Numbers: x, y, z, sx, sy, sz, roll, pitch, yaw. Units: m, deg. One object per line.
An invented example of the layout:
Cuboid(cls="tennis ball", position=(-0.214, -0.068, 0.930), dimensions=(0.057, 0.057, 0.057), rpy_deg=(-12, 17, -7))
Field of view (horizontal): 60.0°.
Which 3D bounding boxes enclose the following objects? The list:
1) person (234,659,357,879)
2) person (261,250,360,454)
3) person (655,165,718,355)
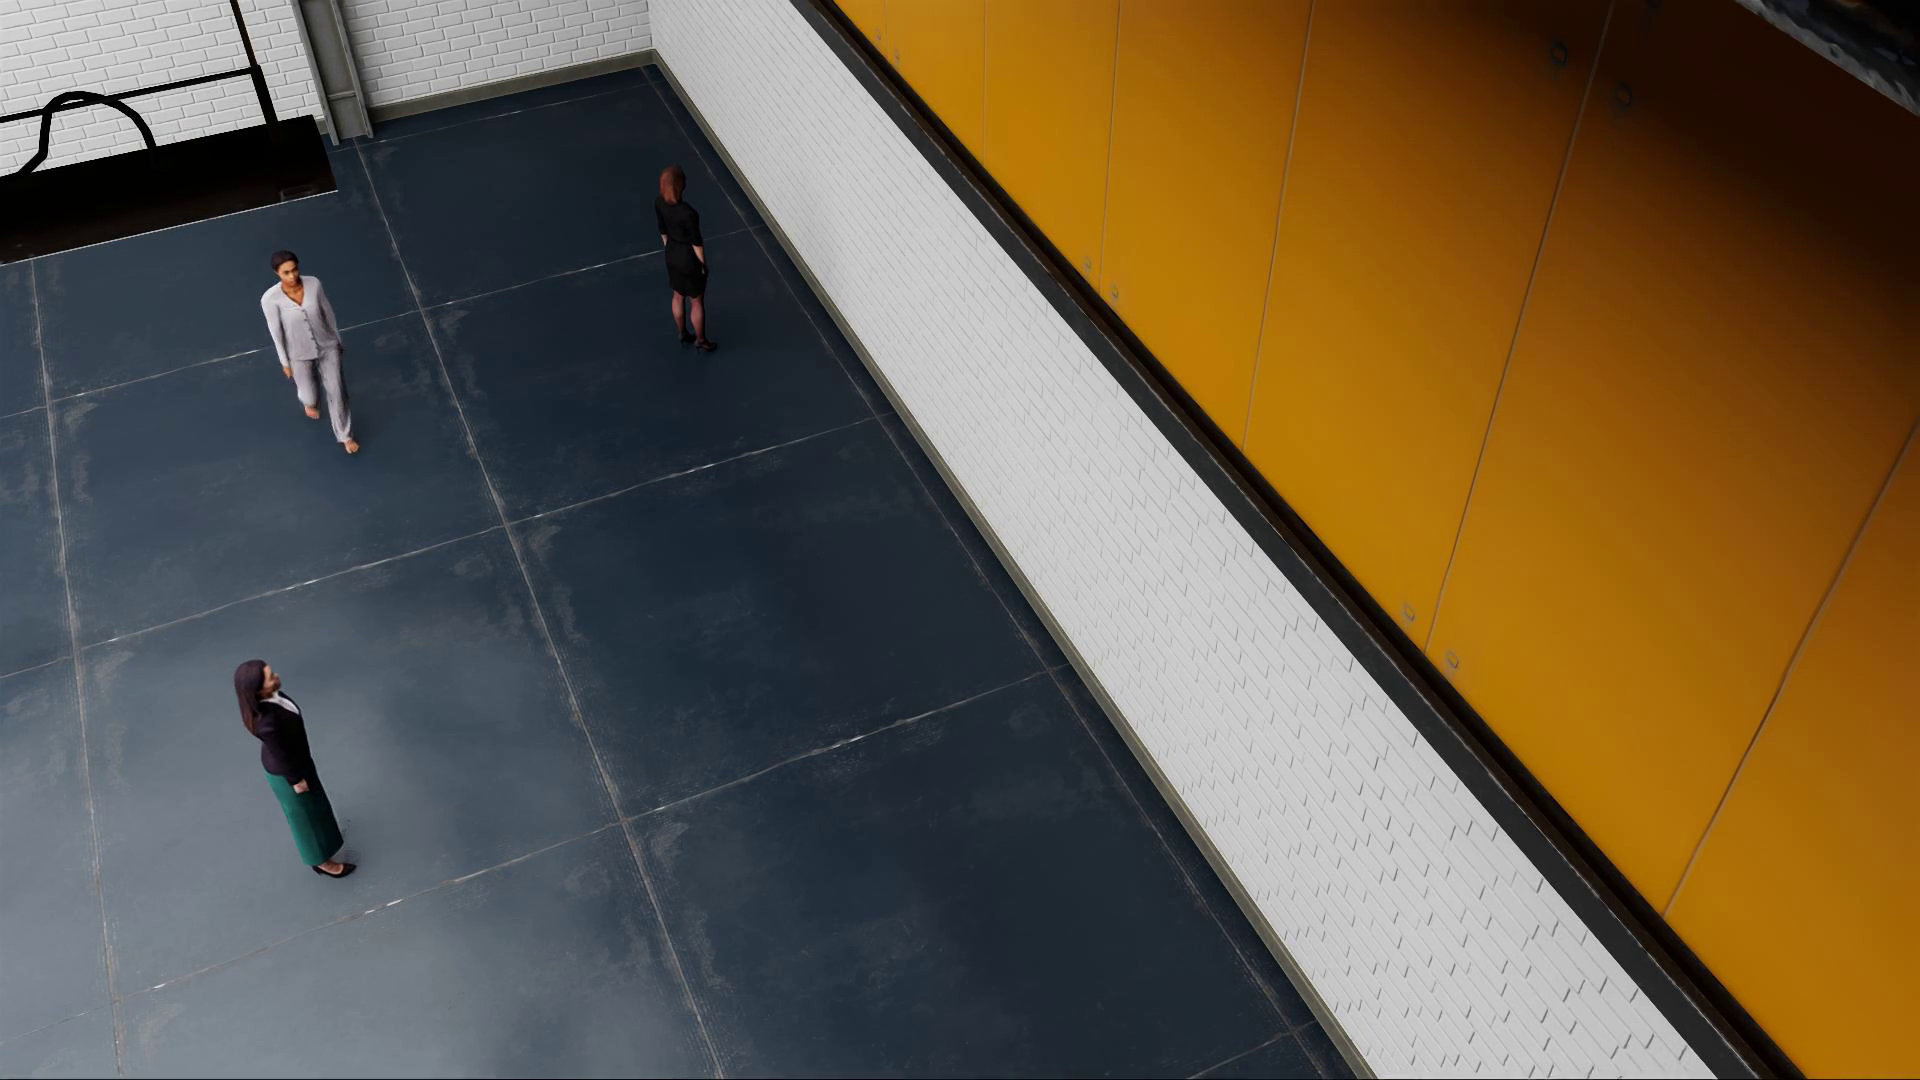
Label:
Cuboid(cls="person", position=(-3.873, 1.314, 9.618), dimensions=(0.531, 1.738, 0.640), rpy_deg=(-21, 47, -20))
Cuboid(cls="person", position=(-4.932, -1.470, 12.552), dimensions=(0.905, 1.723, 0.818), rpy_deg=(-28, 50, -26))
Cuboid(cls="person", position=(-2.217, -2.244, 13.376), dimensions=(0.656, 1.706, 0.654), rpy_deg=(27, 50, 25))
